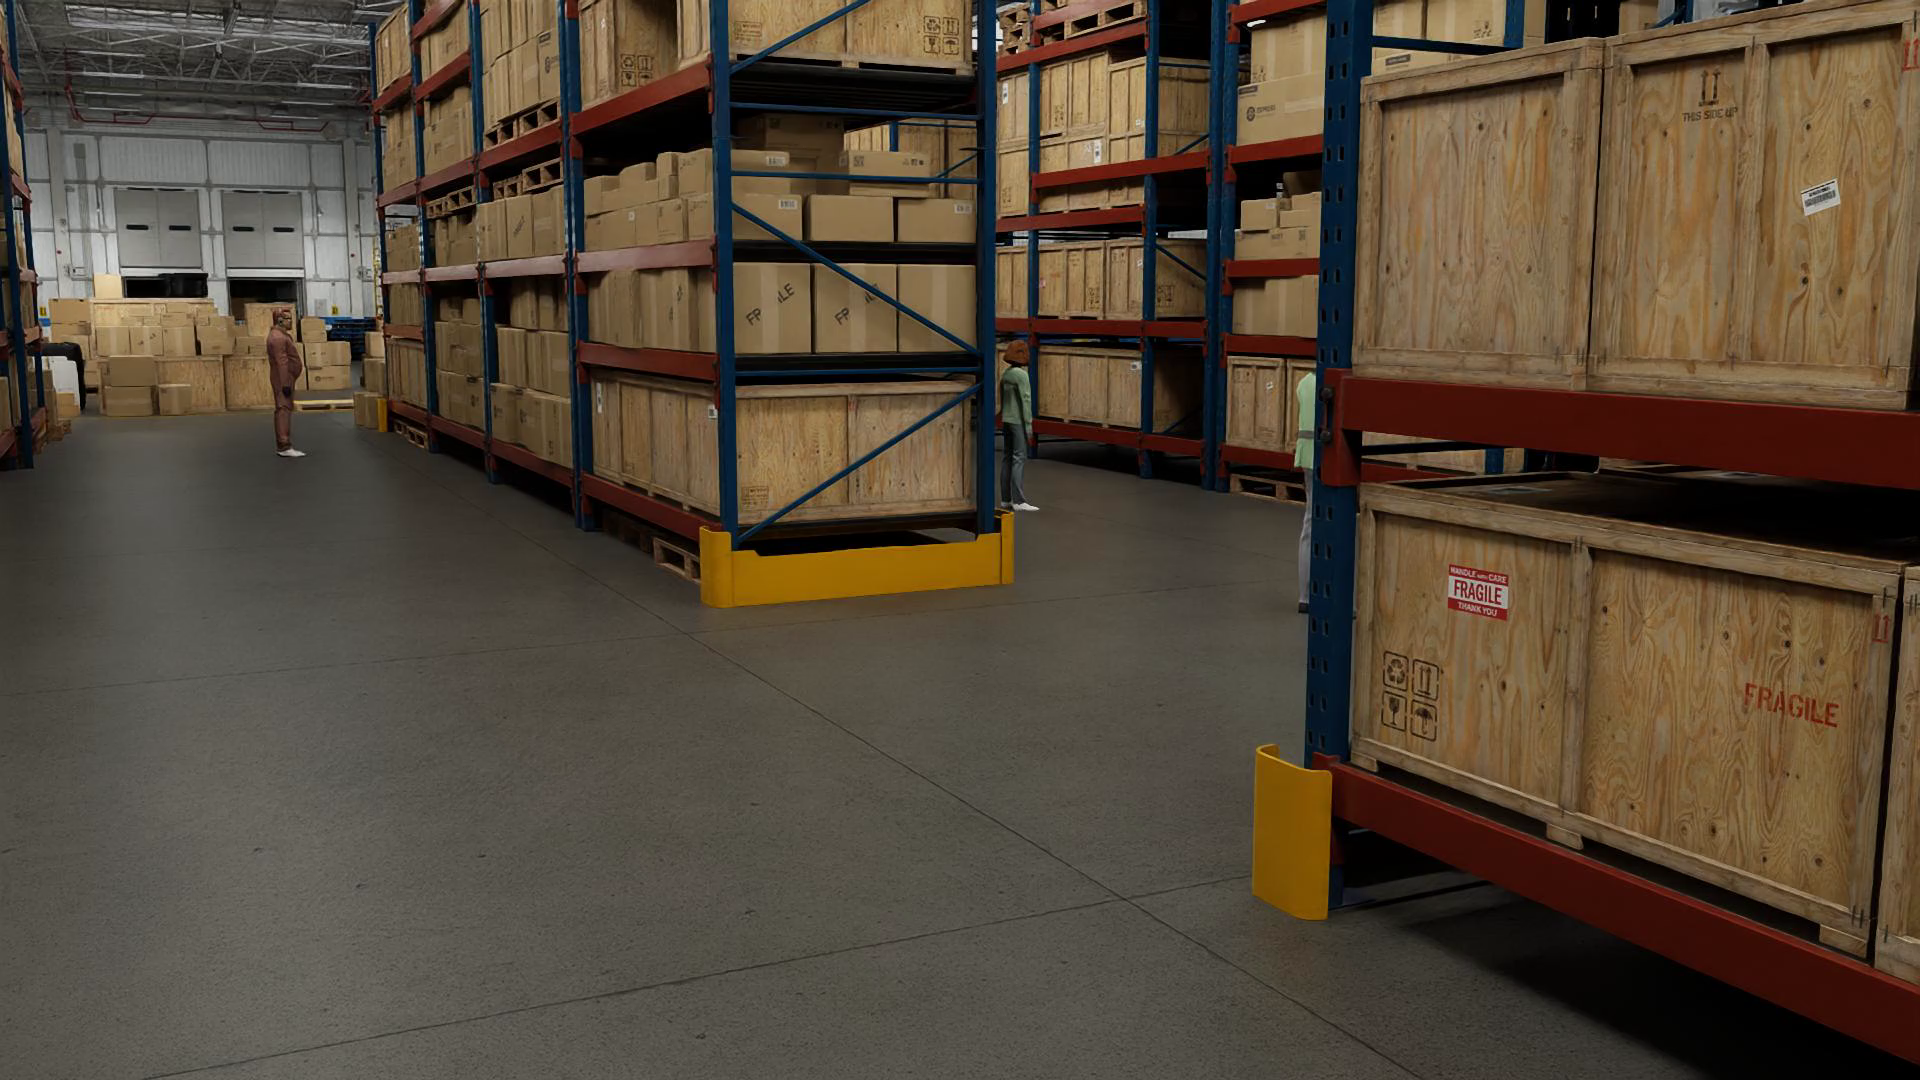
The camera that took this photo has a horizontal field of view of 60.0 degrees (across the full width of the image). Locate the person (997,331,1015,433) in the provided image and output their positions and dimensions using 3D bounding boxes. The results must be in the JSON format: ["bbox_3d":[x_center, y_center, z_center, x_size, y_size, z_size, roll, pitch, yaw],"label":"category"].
[{"bbox_3d":[0.702,-2.341,24.489,0.308,1.640,0.510,-4,9,-26],"label":"person"}]

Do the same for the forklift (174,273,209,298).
[{"bbox_3d":[-23.715,-6.877,51.513,1.873,2.768,1.129,6,10,36],"label":"forklift"}]

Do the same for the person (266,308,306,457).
[{"bbox_3d":[-8.649,-2.016,21.332,0.409,1.909,0.640,-4,9,-26],"label":"person"}]

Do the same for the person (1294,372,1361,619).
[{"bbox_3d":[2.331,-0.420,10.529,0.390,1.846,0.564,-4,9,-26],"label":"person"}]

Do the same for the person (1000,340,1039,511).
[{"bbox_3d":[0.549,-1.088,15.870,0.284,1.633,0.497,-4,9,-26],"label":"person"}]

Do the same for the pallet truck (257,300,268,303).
[{"bbox_3d":[-23.913,-7.404,58.171,1.885,1.965,0.823,-1,8,-9],"label":"pallet truck"}]
